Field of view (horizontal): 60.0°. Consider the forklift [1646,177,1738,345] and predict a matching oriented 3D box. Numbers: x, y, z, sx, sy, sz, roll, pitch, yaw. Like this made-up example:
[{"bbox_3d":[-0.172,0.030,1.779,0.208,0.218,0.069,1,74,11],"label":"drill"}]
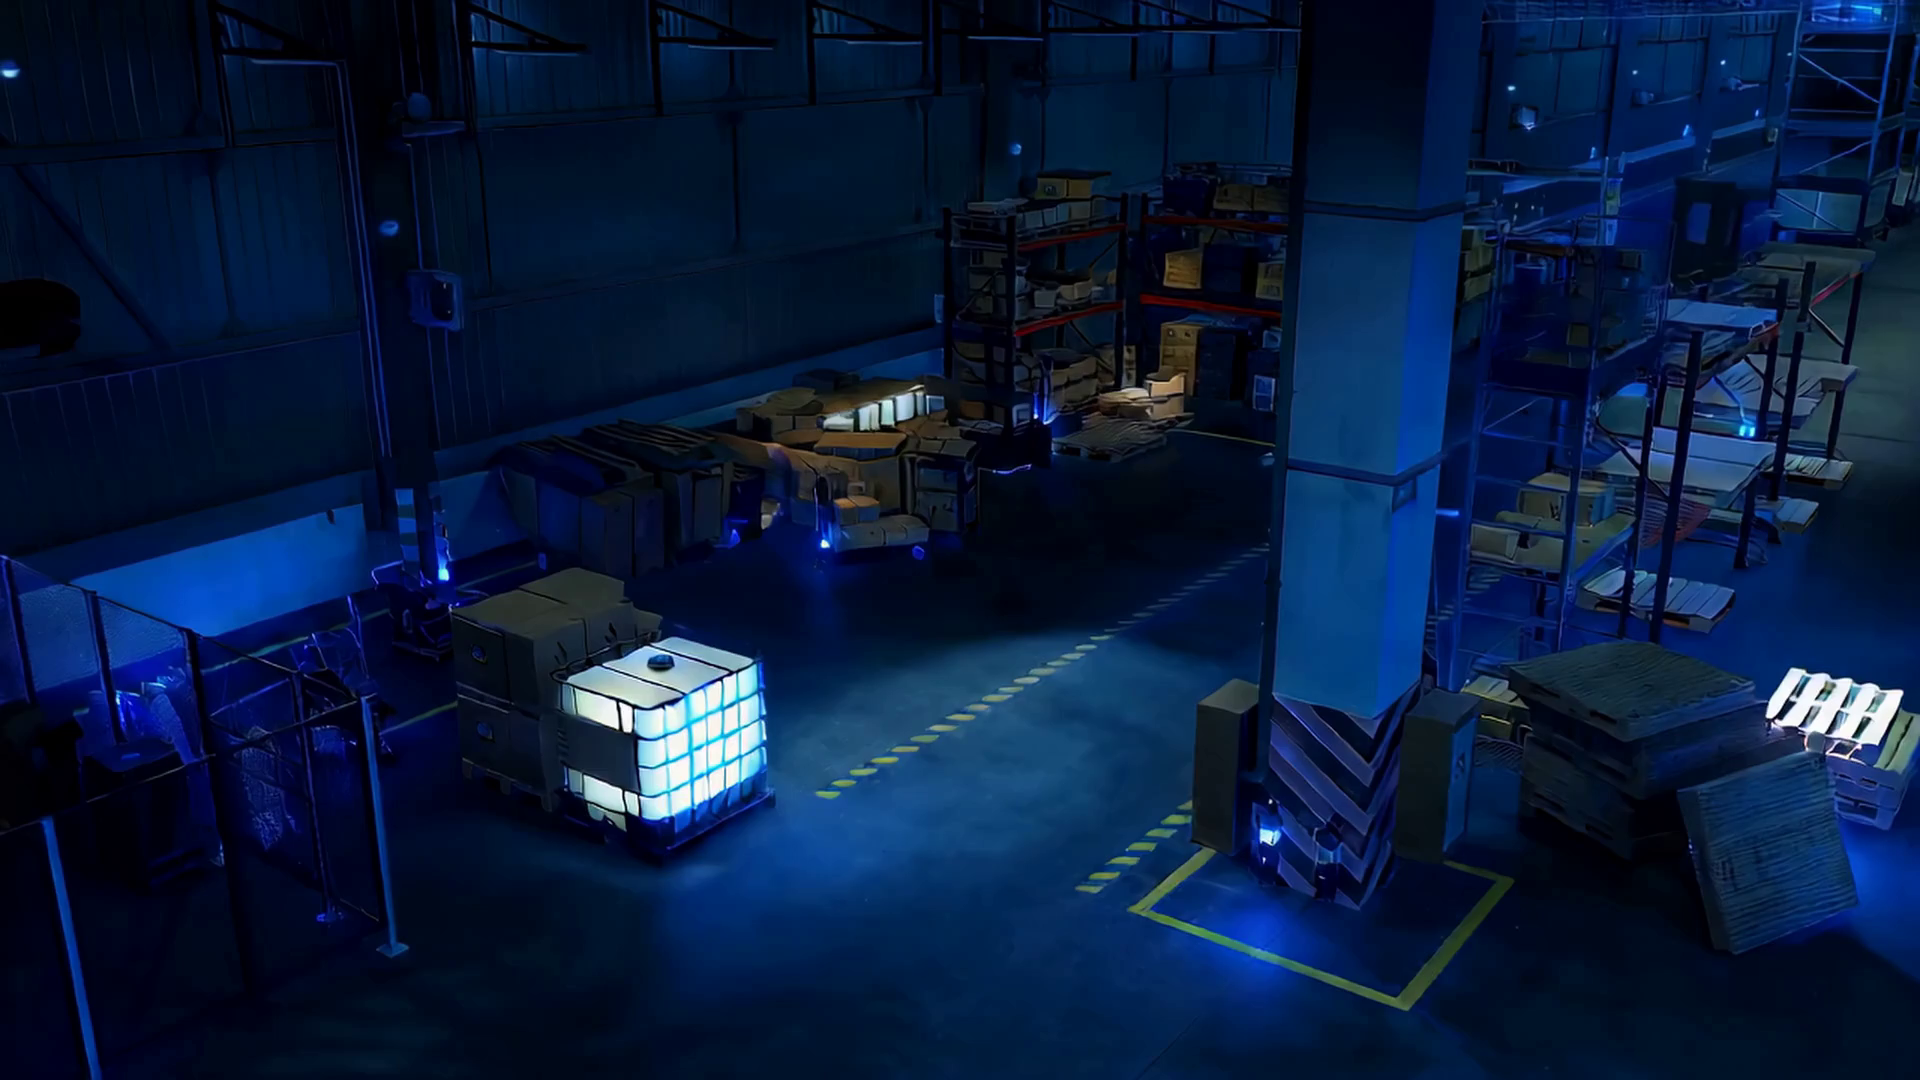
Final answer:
[{"bbox_3d":[12.196,-4.594,27.681,1.873,2.768,1.129,-10,20,-27],"label":"forklift"}]
